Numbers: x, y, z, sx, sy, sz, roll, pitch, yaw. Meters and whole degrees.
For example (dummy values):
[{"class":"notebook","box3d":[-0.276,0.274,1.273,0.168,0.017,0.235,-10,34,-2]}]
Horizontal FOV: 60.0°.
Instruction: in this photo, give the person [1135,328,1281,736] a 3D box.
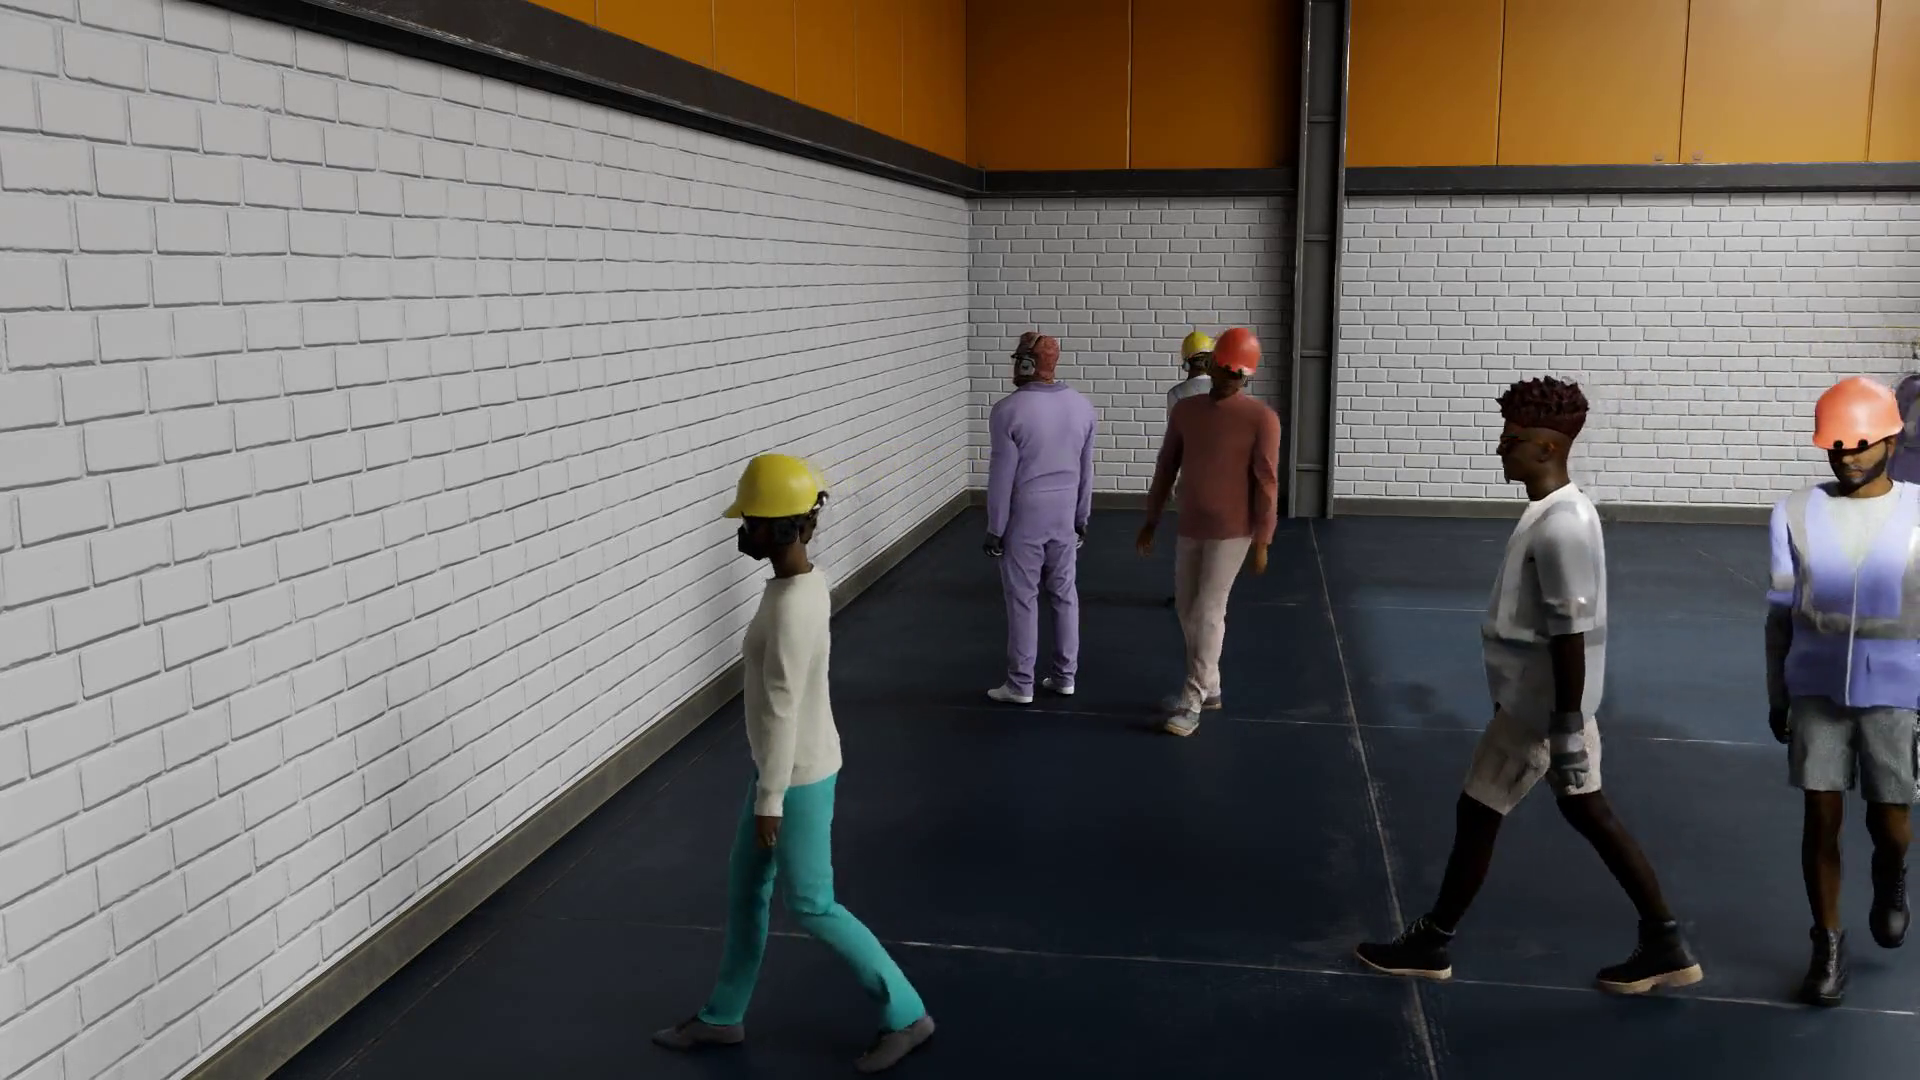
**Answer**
[{"class":"person","box3d":[1.180,-0.039,8.081,0.573,1.957,0.714,-7,12,-38]}]

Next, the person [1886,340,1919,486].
[{"class":"person","box3d":[5.972,-0.356,10.125,0.902,1.890,0.620,2,9,12]}]

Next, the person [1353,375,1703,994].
[{"class":"person","box3d":[1.805,0.457,5.076,1.025,1.923,0.619,4,10,23]}]

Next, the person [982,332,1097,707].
[{"class":"person","box3d":[0.385,-0.108,8.550,0.651,1.913,0.410,-6,11,-34]}]

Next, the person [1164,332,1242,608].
[{"class":"person","box3d":[1.567,-0.450,10.938,0.589,1.827,0.404,-6,11,-31]}]

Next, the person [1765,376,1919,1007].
[{"class":"person","box3d":[2.763,0.446,5.112,0.565,1.911,0.589,7,11,37]}]

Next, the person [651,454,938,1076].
[{"class":"person","box3d":[-0.456,0.621,4.586,0.804,1.737,0.538,0,9,-3]}]
